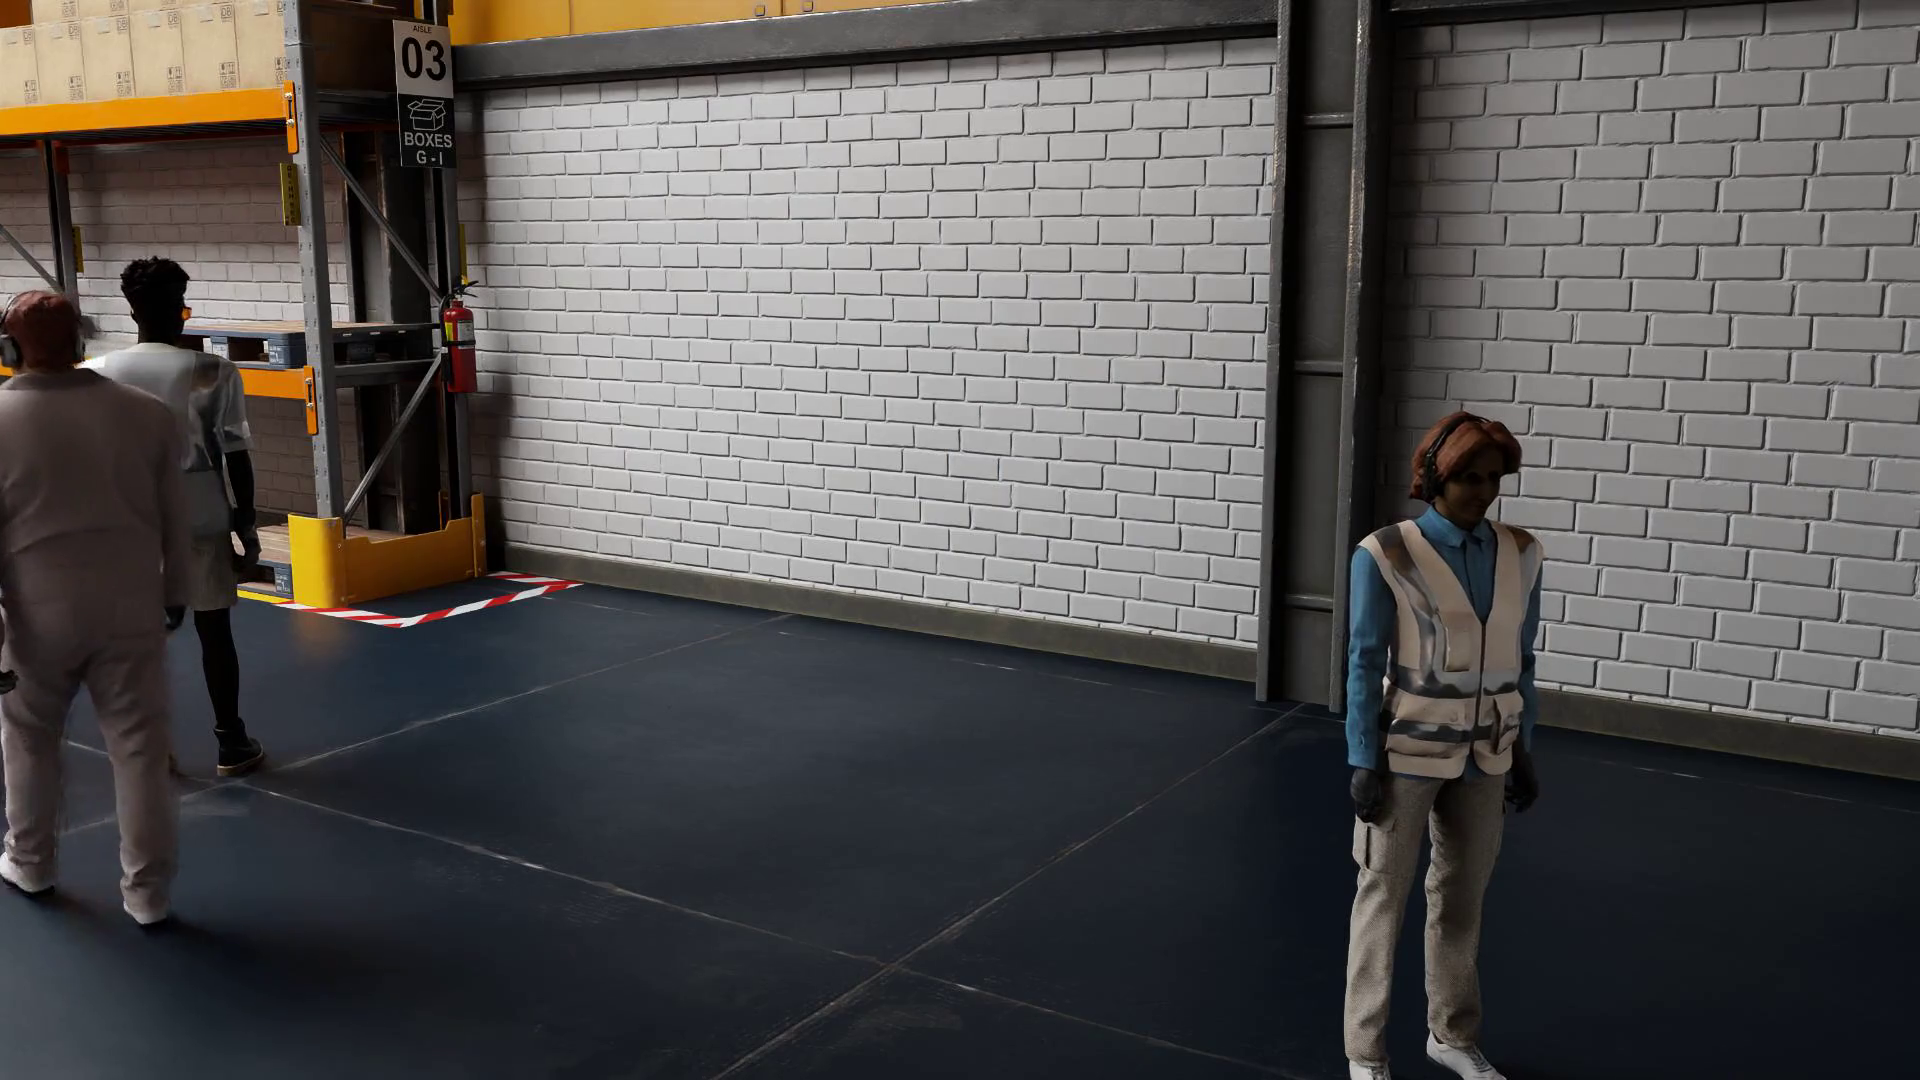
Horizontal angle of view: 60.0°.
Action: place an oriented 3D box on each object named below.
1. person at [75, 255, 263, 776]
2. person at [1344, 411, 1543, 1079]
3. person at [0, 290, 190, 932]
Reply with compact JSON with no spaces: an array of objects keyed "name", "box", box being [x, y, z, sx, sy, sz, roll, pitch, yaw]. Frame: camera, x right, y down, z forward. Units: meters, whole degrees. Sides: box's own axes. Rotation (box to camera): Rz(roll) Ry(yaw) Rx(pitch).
[{"name":"person","box":[-2.948,-0.070,6.225,0.613,1.962,0.361,-3,11,-14]},{"name":"person","box":[1.116,0.519,3.874,0.510,1.639,0.308,-4,11,-20]},{"name":"person","box":[-2.660,0.202,4.997,0.667,1.873,0.890,-8,13,-38]}]
